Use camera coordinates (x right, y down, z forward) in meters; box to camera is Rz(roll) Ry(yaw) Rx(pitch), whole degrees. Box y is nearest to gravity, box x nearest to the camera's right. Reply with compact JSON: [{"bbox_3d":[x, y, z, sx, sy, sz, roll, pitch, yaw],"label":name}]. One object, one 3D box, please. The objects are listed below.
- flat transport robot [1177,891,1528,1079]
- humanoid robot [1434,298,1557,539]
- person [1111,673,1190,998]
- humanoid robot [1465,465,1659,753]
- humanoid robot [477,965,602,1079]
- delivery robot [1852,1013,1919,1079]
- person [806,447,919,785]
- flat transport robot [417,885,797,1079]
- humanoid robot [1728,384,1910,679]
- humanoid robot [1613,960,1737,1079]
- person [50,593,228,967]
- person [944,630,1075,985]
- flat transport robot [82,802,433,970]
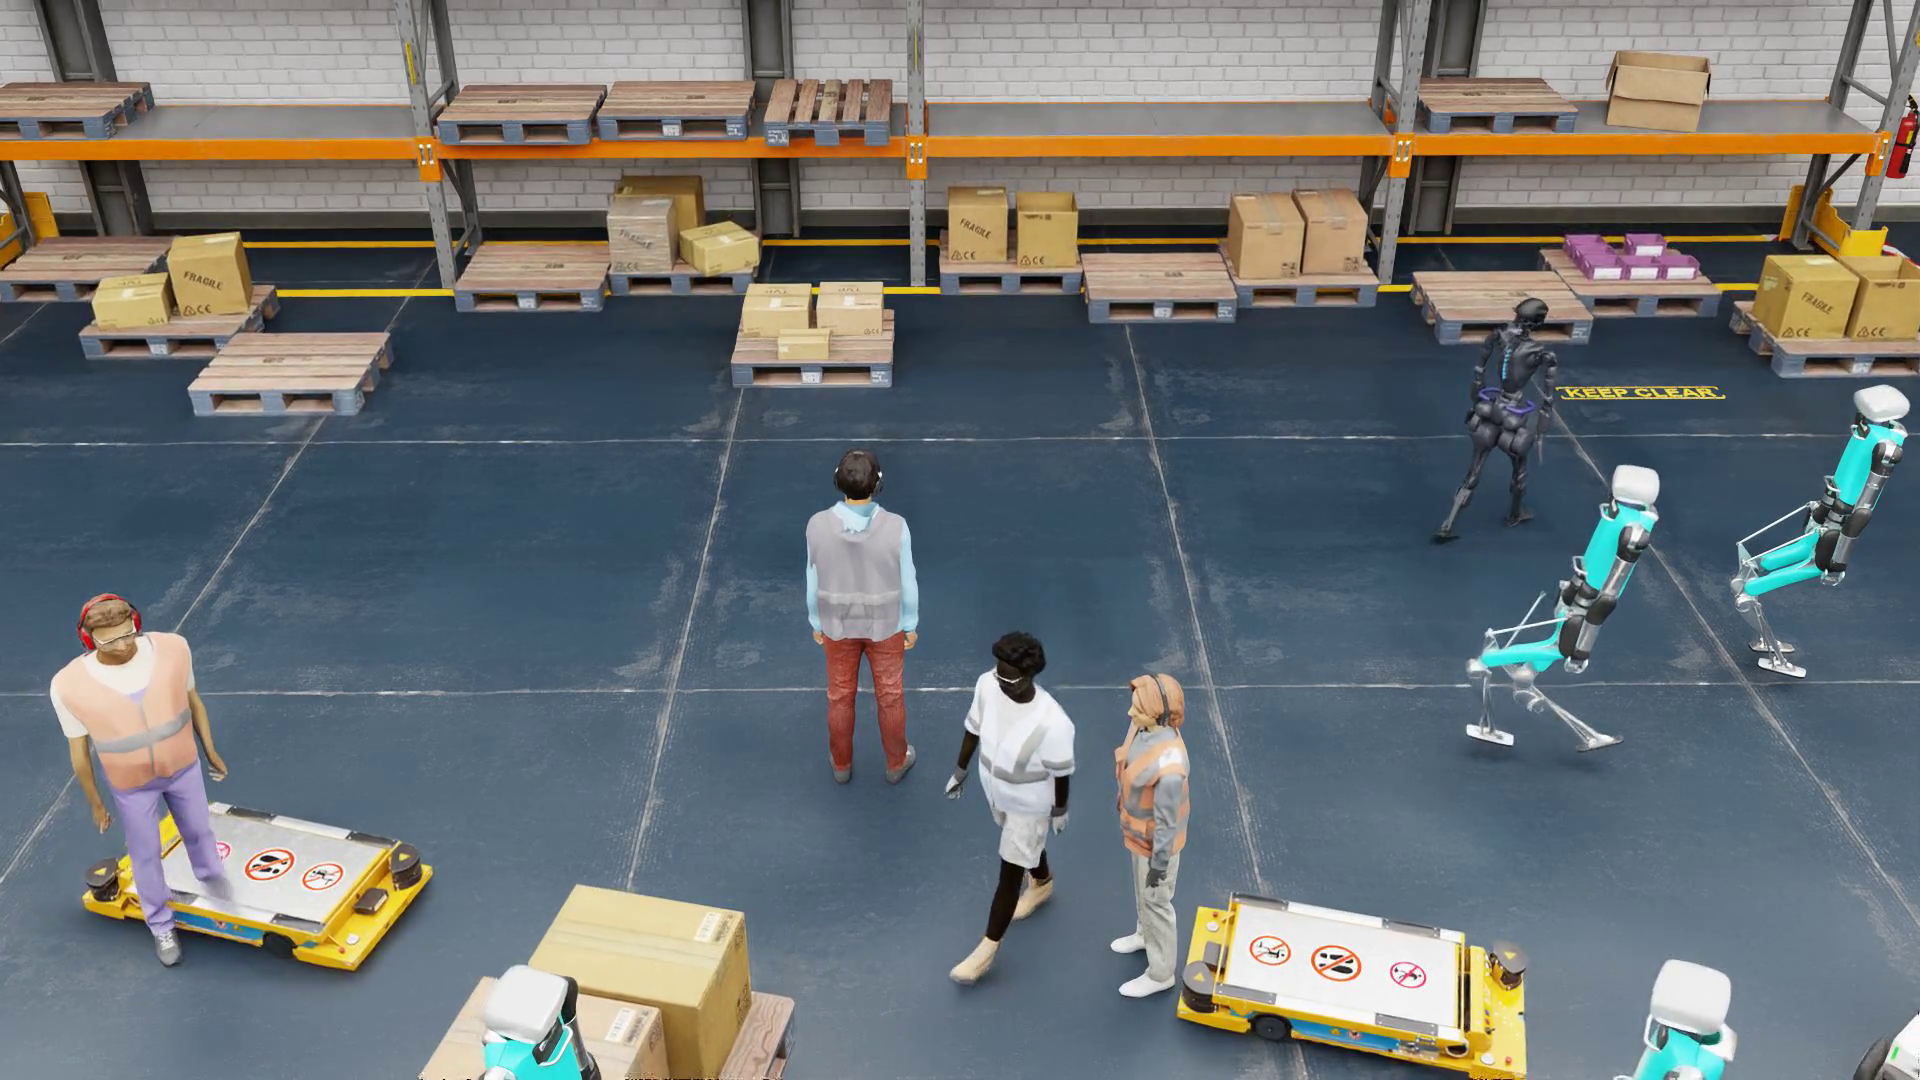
[{"bbox_3d":[1.704,1.923,7.210,1.431,0.231,0.659,8,32,13],"label":"flat transport robot"},{"bbox_3d":[3.379,-0.743,10.353,0.792,1.643,0.608,-23,38,-33],"label":"humanoid robot"},{"bbox_3d":[0.804,1.239,7.029,0.313,1.633,0.513,-3,31,-5],"label":"person"},{"bbox_3d":[2.936,0.393,8.324,1.011,1.715,0.534,7,32,11],"label":"humanoid robot"},{"bbox_3d":[-1.093,2.082,5.385,0.735,1.681,0.533,7,32,11],"label":"humanoid robot"},{"bbox_3d":[4.027,2.069,6.703,0.814,0.610,0.499,-23,38,-33],"label":"delivery robot"},{"bbox_3d":[-0.473,0.415,8.157,0.544,1.878,0.406,1,31,2],"label":"person"},{"bbox_3d":[-1.274,2.373,6.461,1.431,0.231,0.659,7,32,11],"label":"flat transport robot"},{"bbox_3d":[4.505,-0.059,8.949,0.735,1.681,0.533,7,32,12],"label":"humanoid robot"},{"bbox_3d":[2.064,2.066,5.544,0.651,1.795,0.530,15,34,23],"label":"humanoid robot"},{"bbox_3d":[-3.505,1.004,7.212,0.568,1.840,0.372,-27,40,-37],"label":"person"},{"bbox_3d":[0.188,1.117,7.201,0.765,1.659,0.548,-24,38,-34],"label":"person"},{"bbox_3d":[-3.277,1.588,7.767,1.431,0.231,0.659,8,32,14],"label":"flat transport robot"}]
